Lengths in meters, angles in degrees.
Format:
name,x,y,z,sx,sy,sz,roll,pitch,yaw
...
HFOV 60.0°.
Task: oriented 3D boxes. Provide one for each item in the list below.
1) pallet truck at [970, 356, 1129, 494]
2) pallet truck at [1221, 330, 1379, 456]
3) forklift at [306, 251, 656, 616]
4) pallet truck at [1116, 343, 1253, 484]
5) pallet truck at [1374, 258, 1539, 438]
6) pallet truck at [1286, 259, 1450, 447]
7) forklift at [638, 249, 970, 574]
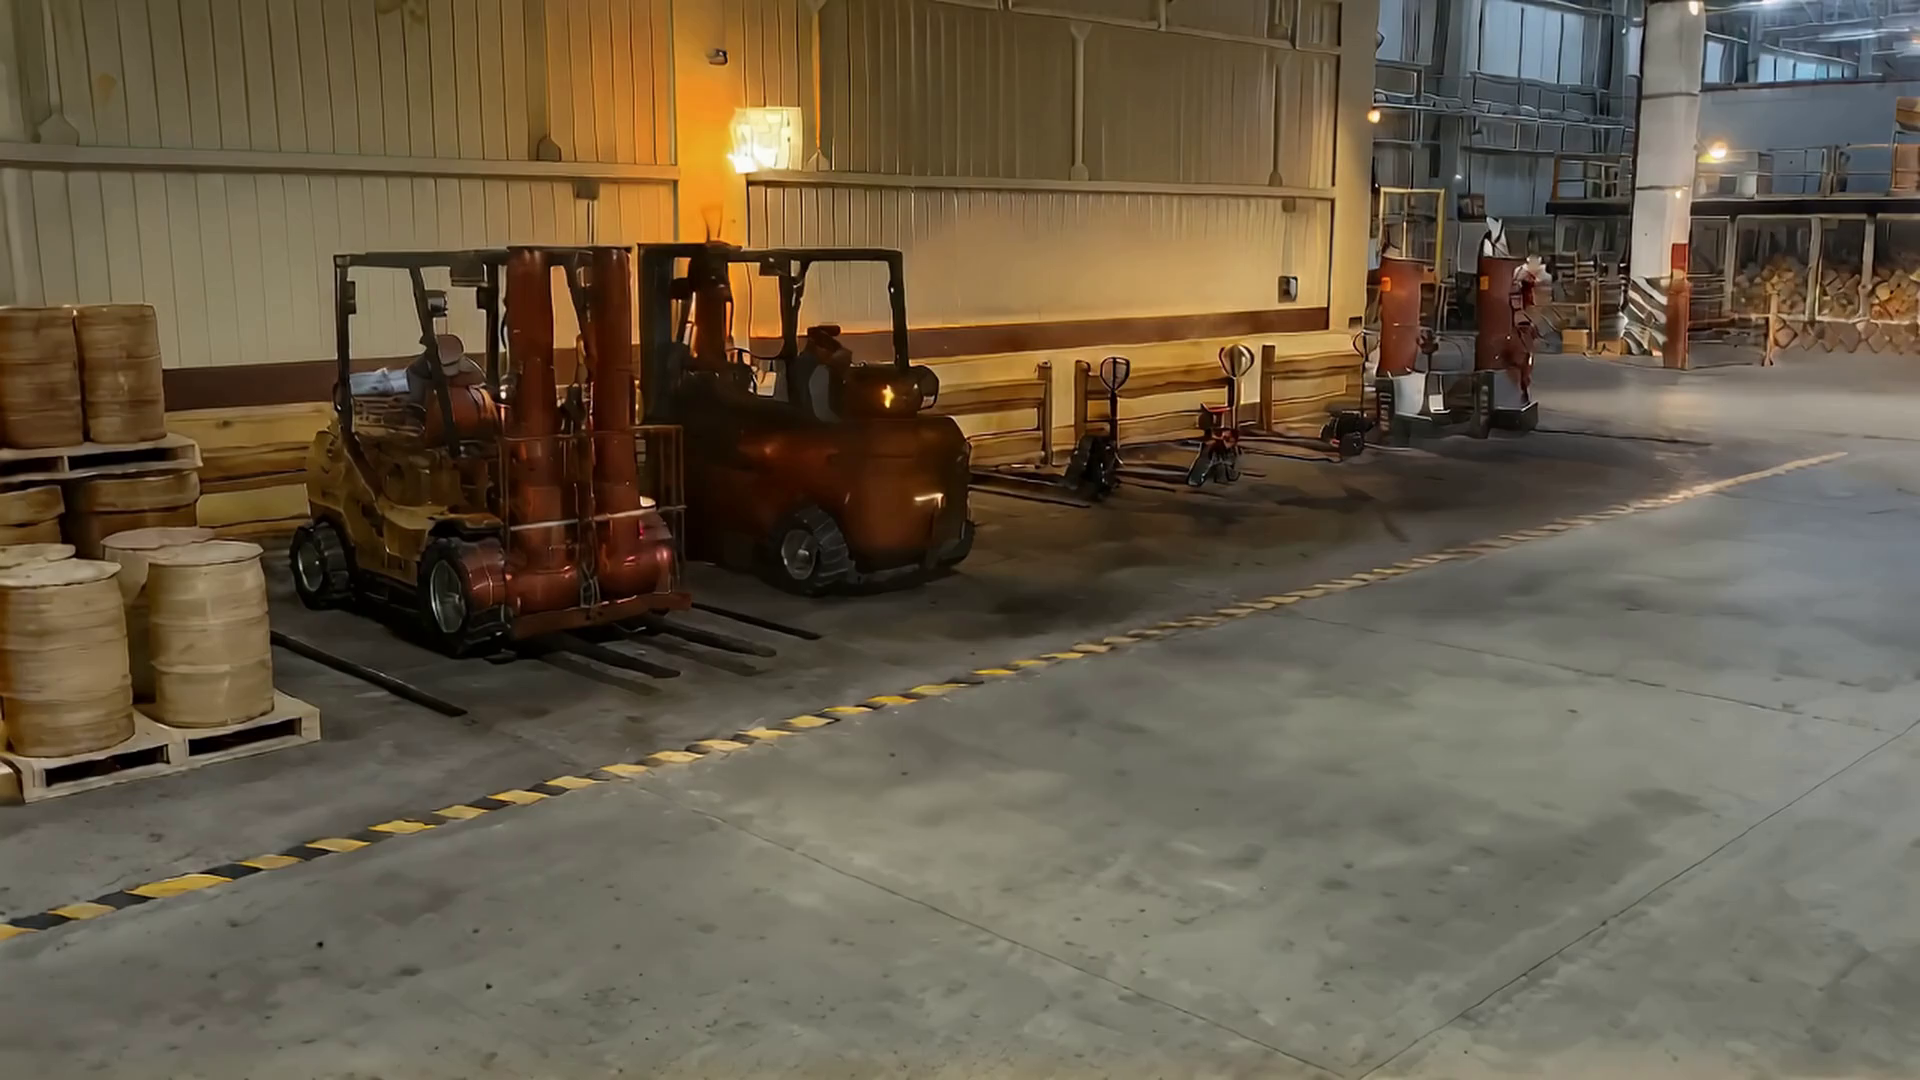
name,x,y,z,sx,sy,sz,roll,pitch,yaw
pallet truck,0.784,-1.085,14.876,0.680,1.201,1.601,-10,14,-44
pallet truck,3.563,-1.581,17.381,0.653,1.274,1.630,-10,14,-44
forklift,-2.833,-0.669,9.694,1.157,1.987,2.680,-10,14,-44
pallet truck,1.962,-1.215,15.415,1.522,1.261,0.704,10,14,43
pallet truck,5.704,-2.208,18.901,1.885,1.965,0.823,10,14,43
pallet truck,4.493,-2.078,18.196,0.823,1.965,1.885,-9,14,-40
forklift,-1.173,-0.958,11.239,2.680,1.987,1.157,10,14,43
